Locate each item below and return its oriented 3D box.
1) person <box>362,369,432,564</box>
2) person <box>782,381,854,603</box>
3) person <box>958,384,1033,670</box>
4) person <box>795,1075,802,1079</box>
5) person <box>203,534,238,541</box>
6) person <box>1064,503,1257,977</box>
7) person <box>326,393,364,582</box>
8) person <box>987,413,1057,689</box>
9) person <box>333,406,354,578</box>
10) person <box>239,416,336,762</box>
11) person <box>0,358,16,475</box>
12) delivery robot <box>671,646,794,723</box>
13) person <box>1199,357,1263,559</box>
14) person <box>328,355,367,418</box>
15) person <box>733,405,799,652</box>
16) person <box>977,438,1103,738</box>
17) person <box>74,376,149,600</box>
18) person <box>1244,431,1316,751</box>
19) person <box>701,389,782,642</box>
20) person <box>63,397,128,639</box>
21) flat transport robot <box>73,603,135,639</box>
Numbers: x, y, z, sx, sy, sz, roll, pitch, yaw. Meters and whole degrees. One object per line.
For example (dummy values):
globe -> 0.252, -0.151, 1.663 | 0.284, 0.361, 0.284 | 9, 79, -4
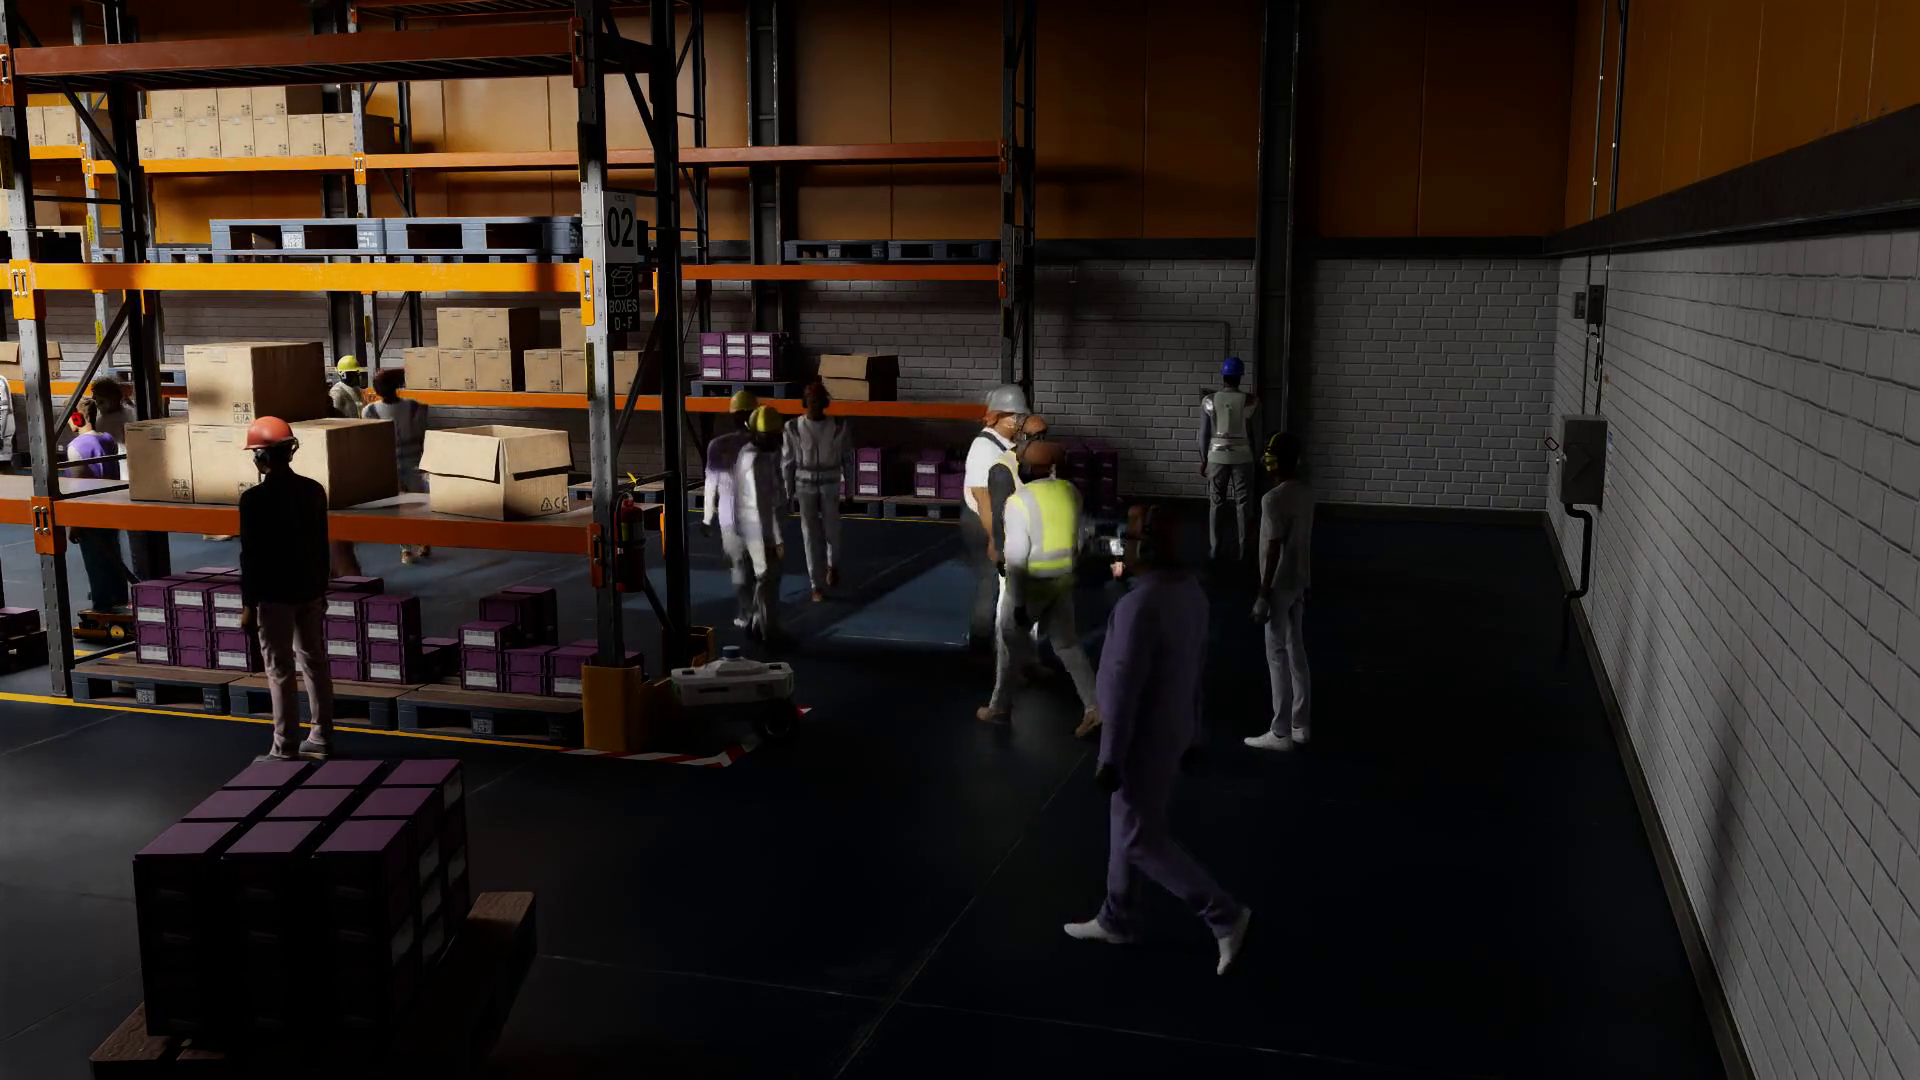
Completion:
person -> -5.303, -0.685, 15.779 | 0.671, 1.850, 0.398 | -4, 10, -25
person -> -1.197, -0.419, 14.068 | 0.597, 1.870, 0.537 | -1, 9, -4
person -> 0.275, -0.102, 11.600 | 0.549, 2.000, 0.751 | 2, 10, 14
person -> -0.240, 1.588, 2.539 | 0.503, 1.631, 0.283 | -1, 9, -4
person -> -7.673, -0.898, 17.087 | 0.339, 1.840, 0.512 | 0, 9, -1
person -> 0.803, 0.791, 6.637 | 0.800, 1.886, 0.649 | 4, 10, 25
person -> -4.902, -0.215, 12.868 | 1.030, 1.847, 0.643 | 4, 10, 23
person -> 0.452, 0.062, 11.210 | 0.429, 1.839, 0.634 | 7, 11, 36
person -> -5.743, -0.542, 14.763 | 1.018, 1.874, 0.658 | 6, 11, 33
person -> -3.785, 0.301, 9.317 | 0.401, 1.986, 0.613 | 3, 10, 19
person -> -10.850, -1.220, 18.736 | 0.376, 1.934, 0.548 | -5, 11, -29
delivery robot -> -1.356, 0.873, 9.888 | 0.707, 0.478, 0.477 | -2, 10, -14
person -> 2.607, -0.782, 16.025 | 0.604, 1.949, 0.398 | 3, 10, 16
person -> -6.769, -1.136, 18.537 | 0.404, 1.833, 0.592 | 0, 9, 3
person -> -1.426, -0.079, 12.140 | 0.446, 1.817, 0.609 | -2, 9, -11
person -> 0.529, 0.291, 9.977 | 0.613, 1.802, 0.945 | -7, 12, -38
person -> -7.075, -0.415, 13.949 | 0.786, 1.909, 0.473 | 0, 9, -1
person -> 1.877, 0.298, 9.697 | 0.313, 1.864, 0.530 | 8, 12, 41
person -> -1.615, -0.190, 12.594 | 0.585, 1.897, 0.866 | -5, 11, -28
person -> -6.554, -0.172, 12.652 | 0.378, 1.836, 0.561 | 0, 9, -1
flat transport robot -> -5.906, 0.611, 12.632 | 1.431, 0.197, 0.652 | 2, 10, 15
